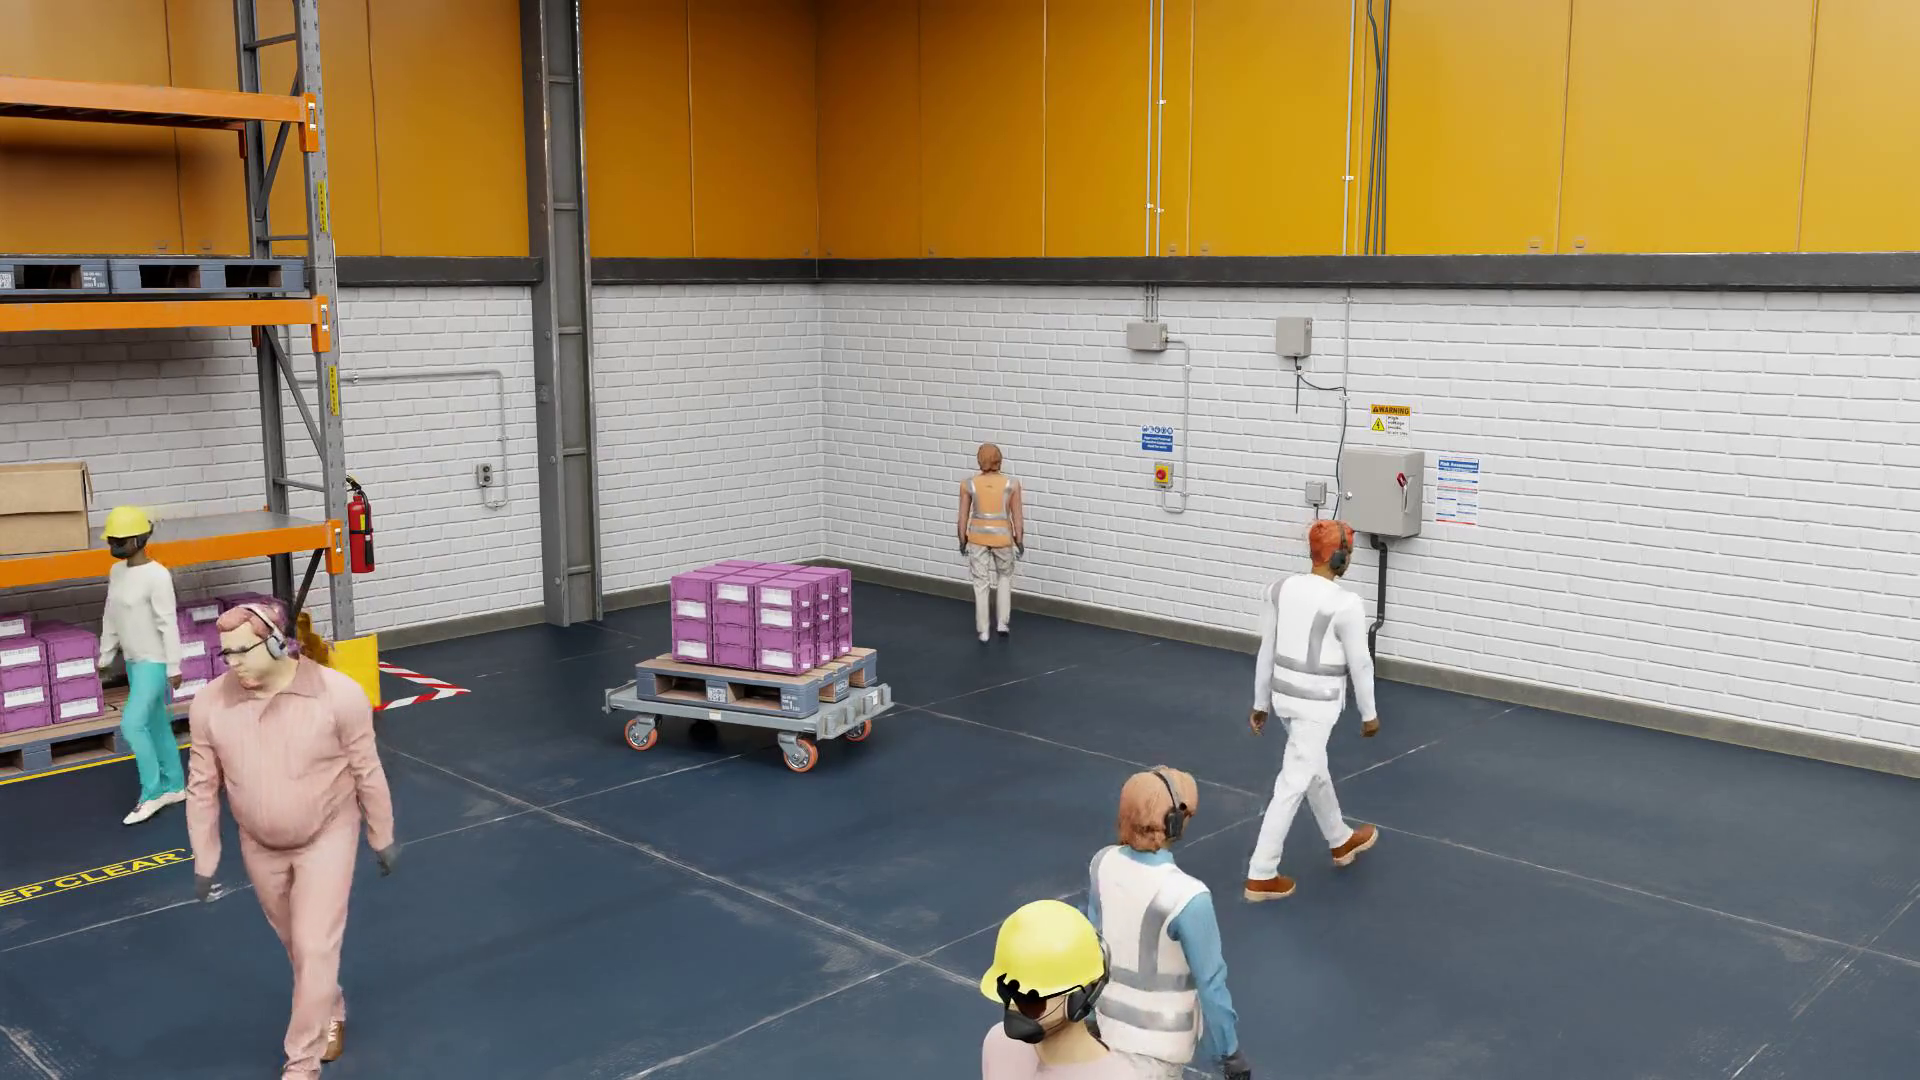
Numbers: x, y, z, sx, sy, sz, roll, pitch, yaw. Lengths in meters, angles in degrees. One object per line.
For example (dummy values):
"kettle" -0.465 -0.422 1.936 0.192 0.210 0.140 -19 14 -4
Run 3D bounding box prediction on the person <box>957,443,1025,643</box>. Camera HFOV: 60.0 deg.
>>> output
"person" 0.255 0.013 13.608 0.550 1.619 0.567 0 9 3

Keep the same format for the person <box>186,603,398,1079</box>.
"person" -2.457 1.133 6.065 0.694 1.845 0.962 0 9 1

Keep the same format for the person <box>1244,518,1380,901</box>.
"person" 1.775 0.807 8.086 0.994 1.834 0.575 -5 10 -27

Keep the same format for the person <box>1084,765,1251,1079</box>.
"person" 0.565 1.454 4.898 0.877 1.593 0.516 -5 10 -27

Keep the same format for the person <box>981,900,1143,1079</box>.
"person" 0.203 1.596 3.511 0.345 1.756 0.518 -7 12 -38

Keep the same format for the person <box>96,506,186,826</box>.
"person" -4.563 0.682 9.157 0.529 1.750 0.591 7 12 38
